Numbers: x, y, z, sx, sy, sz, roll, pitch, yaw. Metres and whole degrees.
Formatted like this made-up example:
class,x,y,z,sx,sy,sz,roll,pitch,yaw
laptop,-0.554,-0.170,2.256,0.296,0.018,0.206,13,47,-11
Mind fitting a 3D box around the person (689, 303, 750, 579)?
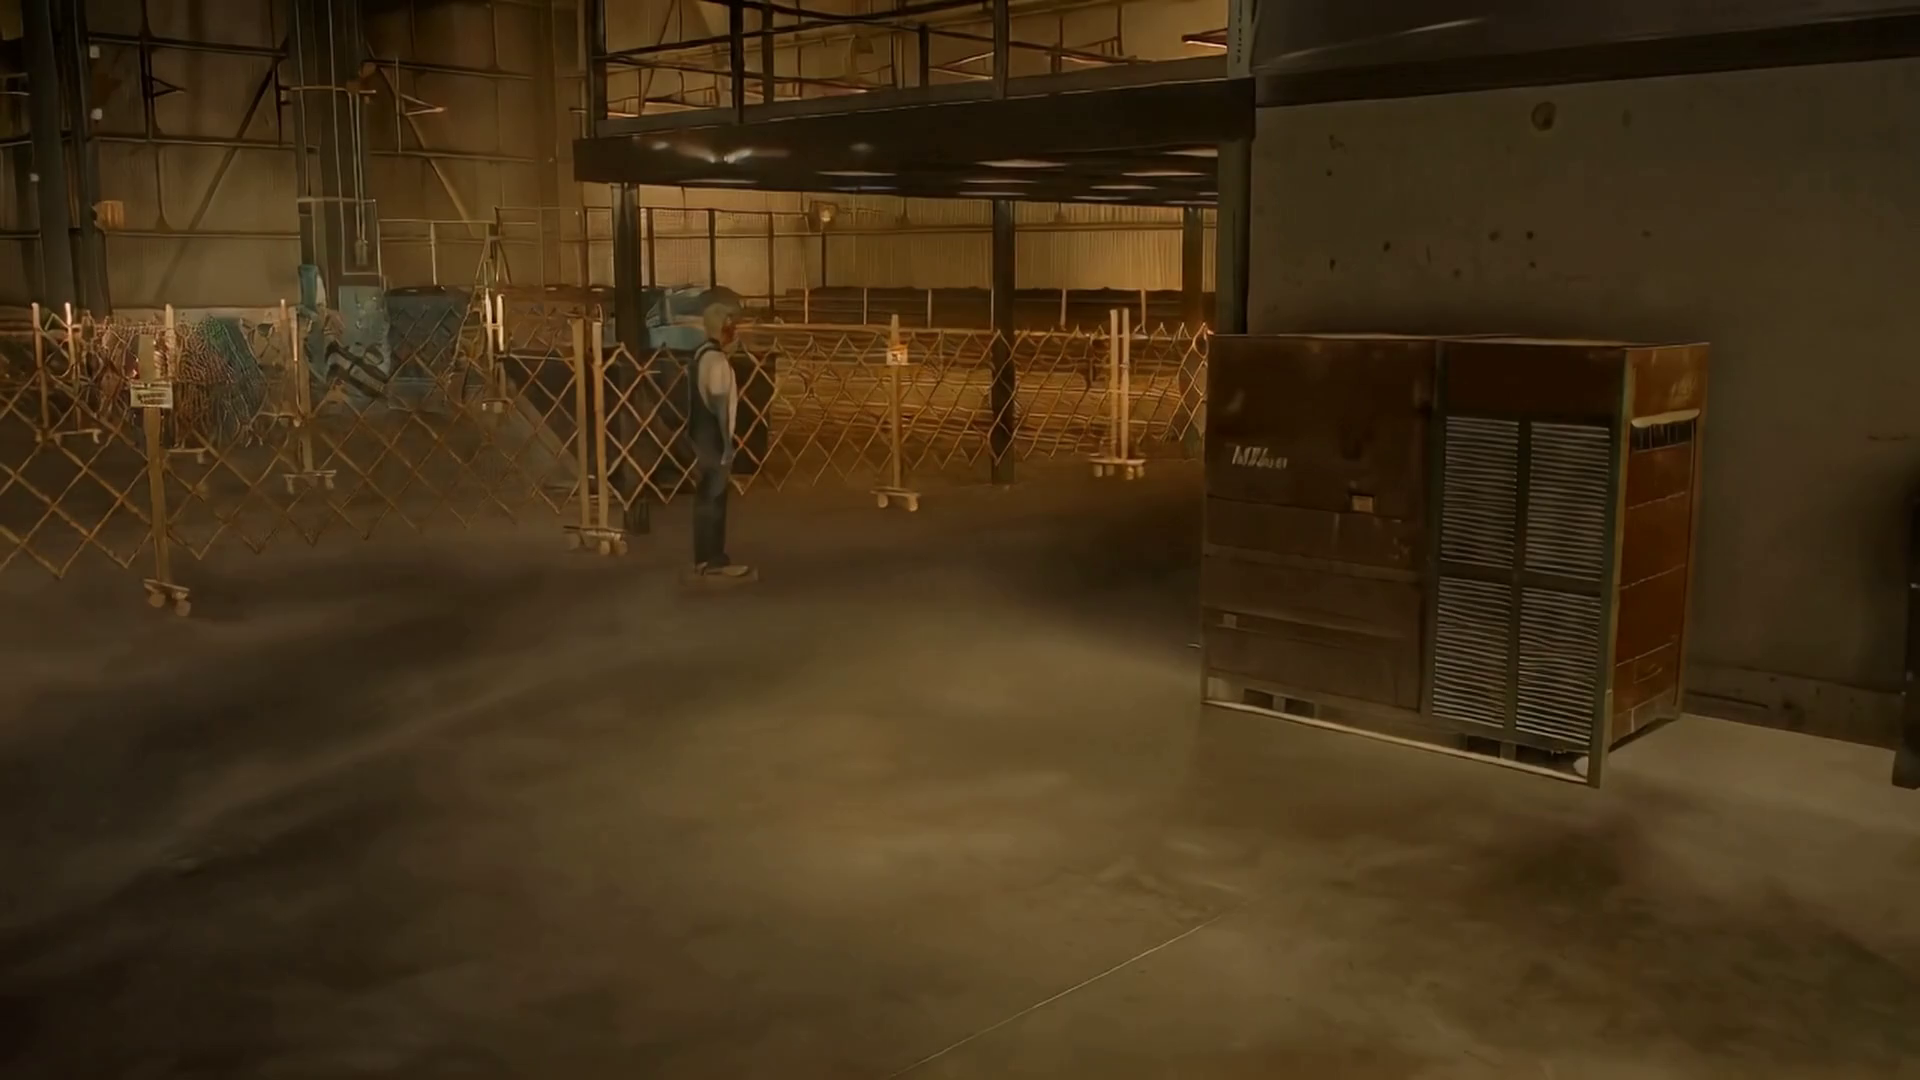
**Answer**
class,x,y,z,sx,sy,sz,roll,pitch,yaw
person,-1.643,-0.662,11.183,0.328,1.840,0.516,-5,10,-27
